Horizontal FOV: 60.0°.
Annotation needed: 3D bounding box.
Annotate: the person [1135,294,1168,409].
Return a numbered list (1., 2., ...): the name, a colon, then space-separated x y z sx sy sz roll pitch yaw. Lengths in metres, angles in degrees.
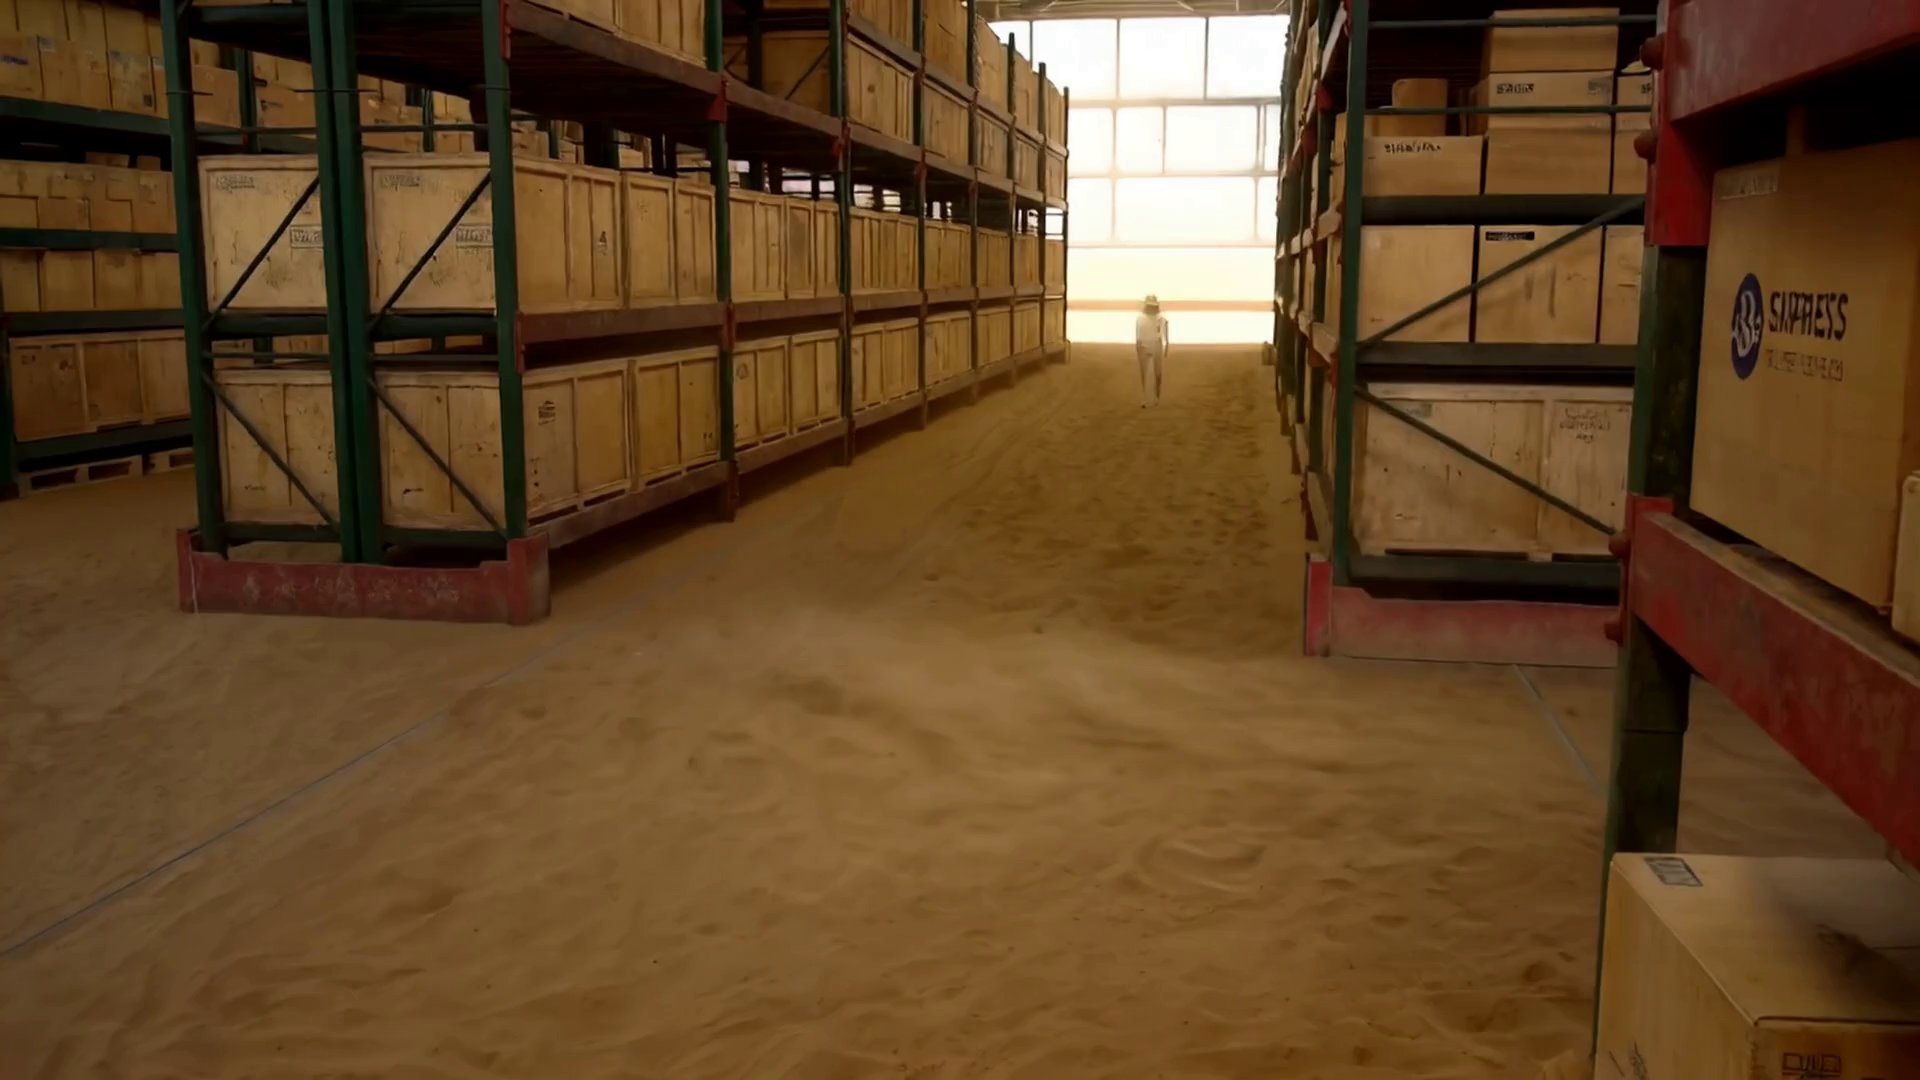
1. person: 2.861 -2.819 24.822 0.493 1.709 0.844 2 9 14
